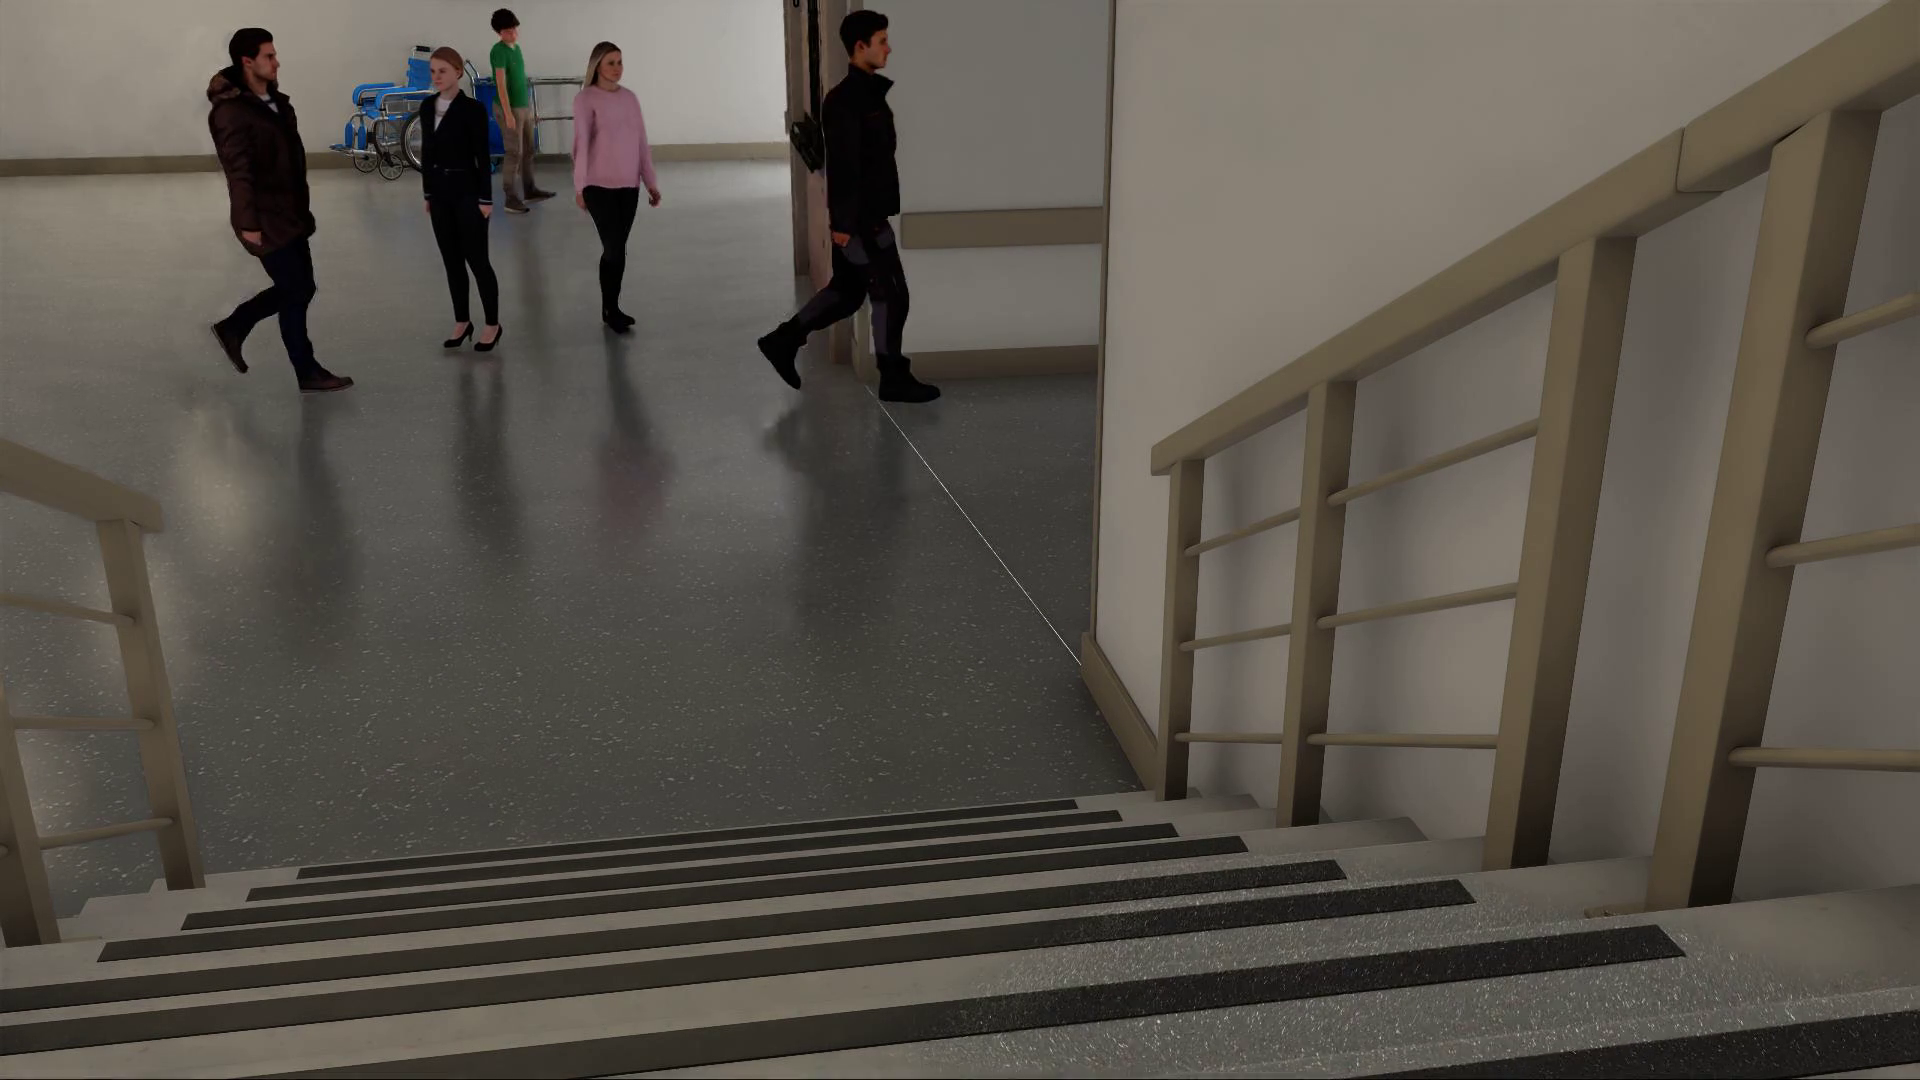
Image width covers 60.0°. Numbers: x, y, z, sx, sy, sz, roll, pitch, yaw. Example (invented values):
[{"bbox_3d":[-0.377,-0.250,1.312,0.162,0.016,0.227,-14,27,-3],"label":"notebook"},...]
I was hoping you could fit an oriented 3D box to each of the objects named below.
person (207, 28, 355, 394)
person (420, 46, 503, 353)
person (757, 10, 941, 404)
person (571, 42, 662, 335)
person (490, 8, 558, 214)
[{"bbox_3d":[-3.570,-1.631,8.444,0.971,1.820,1.047,2,21,6],"label":"person"},{"bbox_3d":[-2.805,-1.904,9.358,0.703,1.683,0.728,10,23,24],"label":"person"},{"bbox_3d":[-0.589,-1.606,8.254,0.977,1.908,1.204,1,21,4],"label":"person"},{"bbox_3d":[-2.124,-2.087,9.860,0.833,1.669,0.771,17,27,38],"label":"person"},{"bbox_3d":[-3.706,-3.534,13.736,0.922,1.631,0.642,-1,21,-1],"label":"person"}]
